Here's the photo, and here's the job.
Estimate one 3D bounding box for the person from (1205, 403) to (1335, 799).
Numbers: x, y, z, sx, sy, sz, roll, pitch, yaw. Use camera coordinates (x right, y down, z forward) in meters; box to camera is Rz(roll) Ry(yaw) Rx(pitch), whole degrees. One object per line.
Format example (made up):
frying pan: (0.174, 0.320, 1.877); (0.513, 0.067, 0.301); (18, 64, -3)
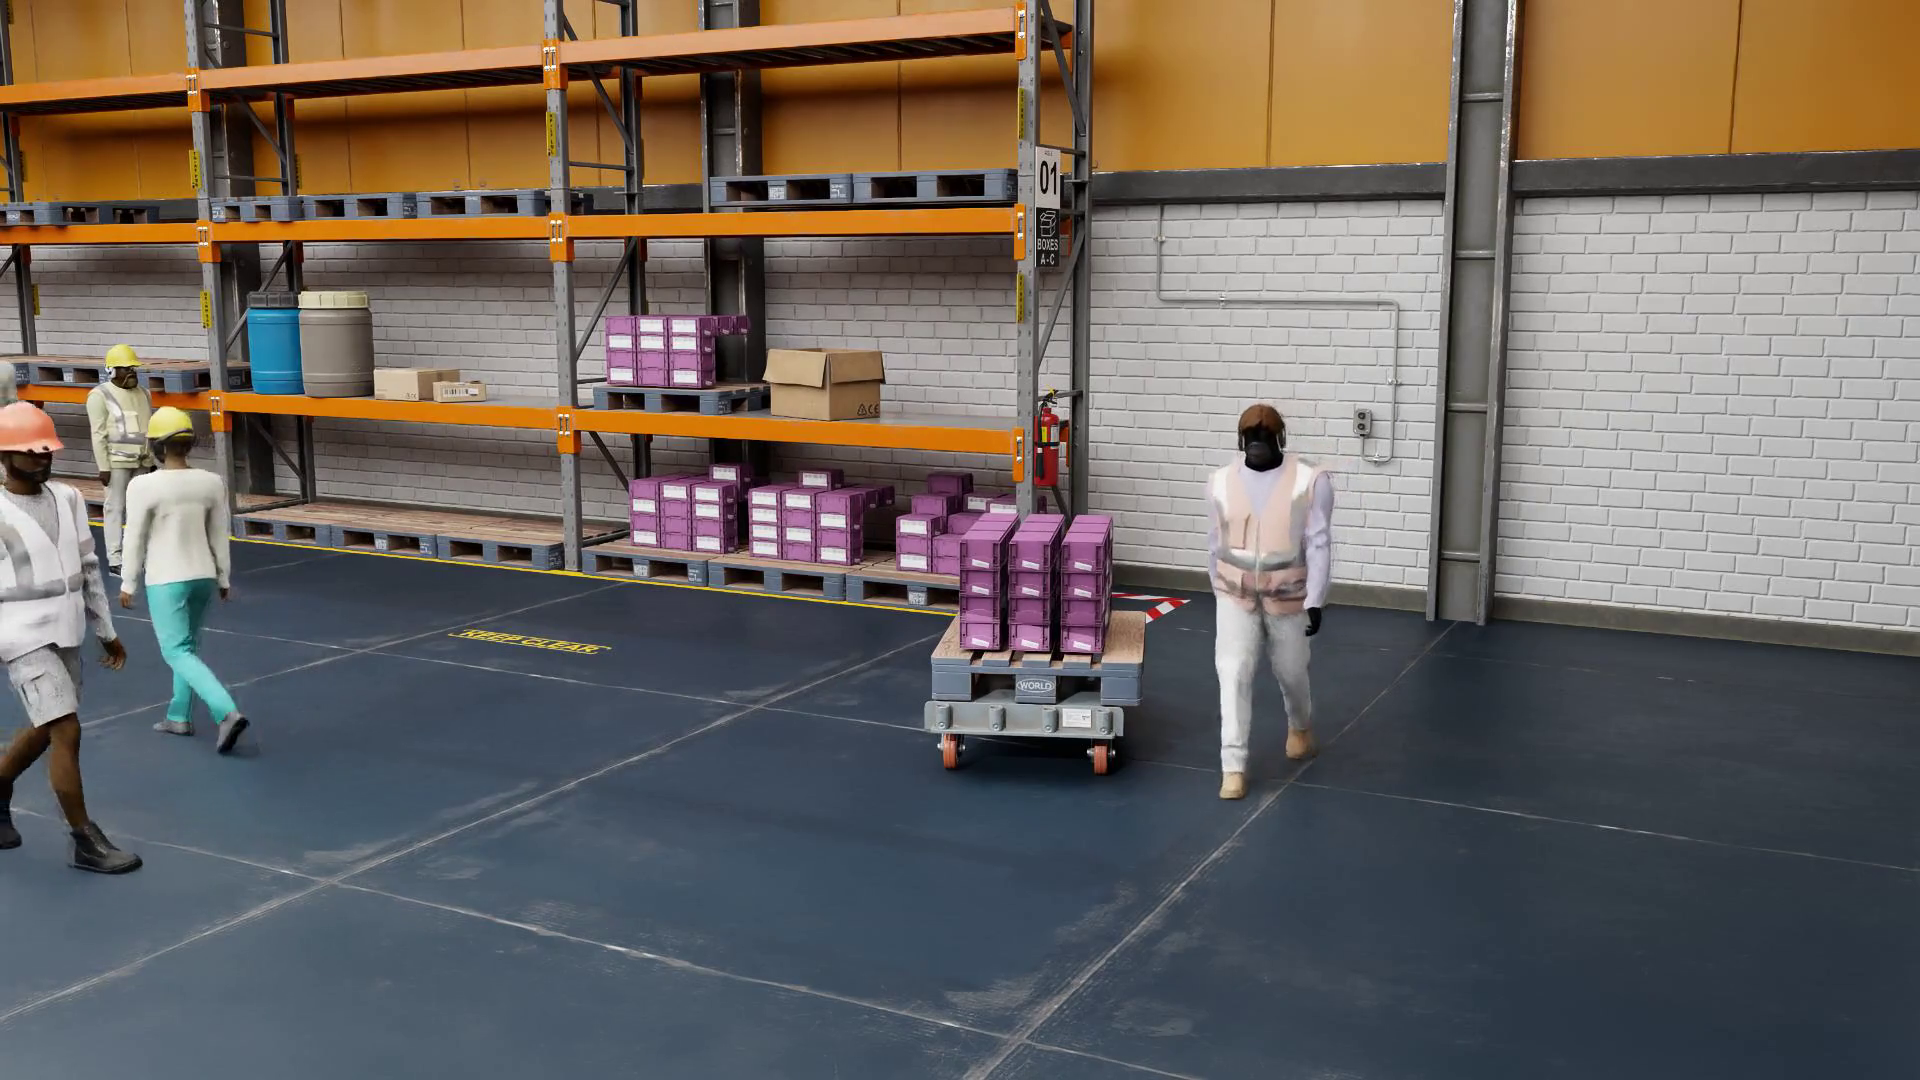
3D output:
person: (1.452, 0.248, 7.845); (0.616, 1.814, 0.875); (3, 10, 19)

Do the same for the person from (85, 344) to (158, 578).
person: (-6.576, -0.627, 13.153); (0.404, 1.834, 0.592); (3, 10, 17)

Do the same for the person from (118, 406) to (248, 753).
person: (-3.897, 0.196, 8.385); (0.803, 1.736, 0.523); (4, 10, 25)

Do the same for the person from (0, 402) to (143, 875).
person: (-3.762, 0.385, 6.722); (0.917, 1.904, 0.543); (2, 9, 14)

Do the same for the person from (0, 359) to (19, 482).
person: (-8.564, -0.913, 14.671); (0.752, 1.910, 0.658); (7, 11, 37)
